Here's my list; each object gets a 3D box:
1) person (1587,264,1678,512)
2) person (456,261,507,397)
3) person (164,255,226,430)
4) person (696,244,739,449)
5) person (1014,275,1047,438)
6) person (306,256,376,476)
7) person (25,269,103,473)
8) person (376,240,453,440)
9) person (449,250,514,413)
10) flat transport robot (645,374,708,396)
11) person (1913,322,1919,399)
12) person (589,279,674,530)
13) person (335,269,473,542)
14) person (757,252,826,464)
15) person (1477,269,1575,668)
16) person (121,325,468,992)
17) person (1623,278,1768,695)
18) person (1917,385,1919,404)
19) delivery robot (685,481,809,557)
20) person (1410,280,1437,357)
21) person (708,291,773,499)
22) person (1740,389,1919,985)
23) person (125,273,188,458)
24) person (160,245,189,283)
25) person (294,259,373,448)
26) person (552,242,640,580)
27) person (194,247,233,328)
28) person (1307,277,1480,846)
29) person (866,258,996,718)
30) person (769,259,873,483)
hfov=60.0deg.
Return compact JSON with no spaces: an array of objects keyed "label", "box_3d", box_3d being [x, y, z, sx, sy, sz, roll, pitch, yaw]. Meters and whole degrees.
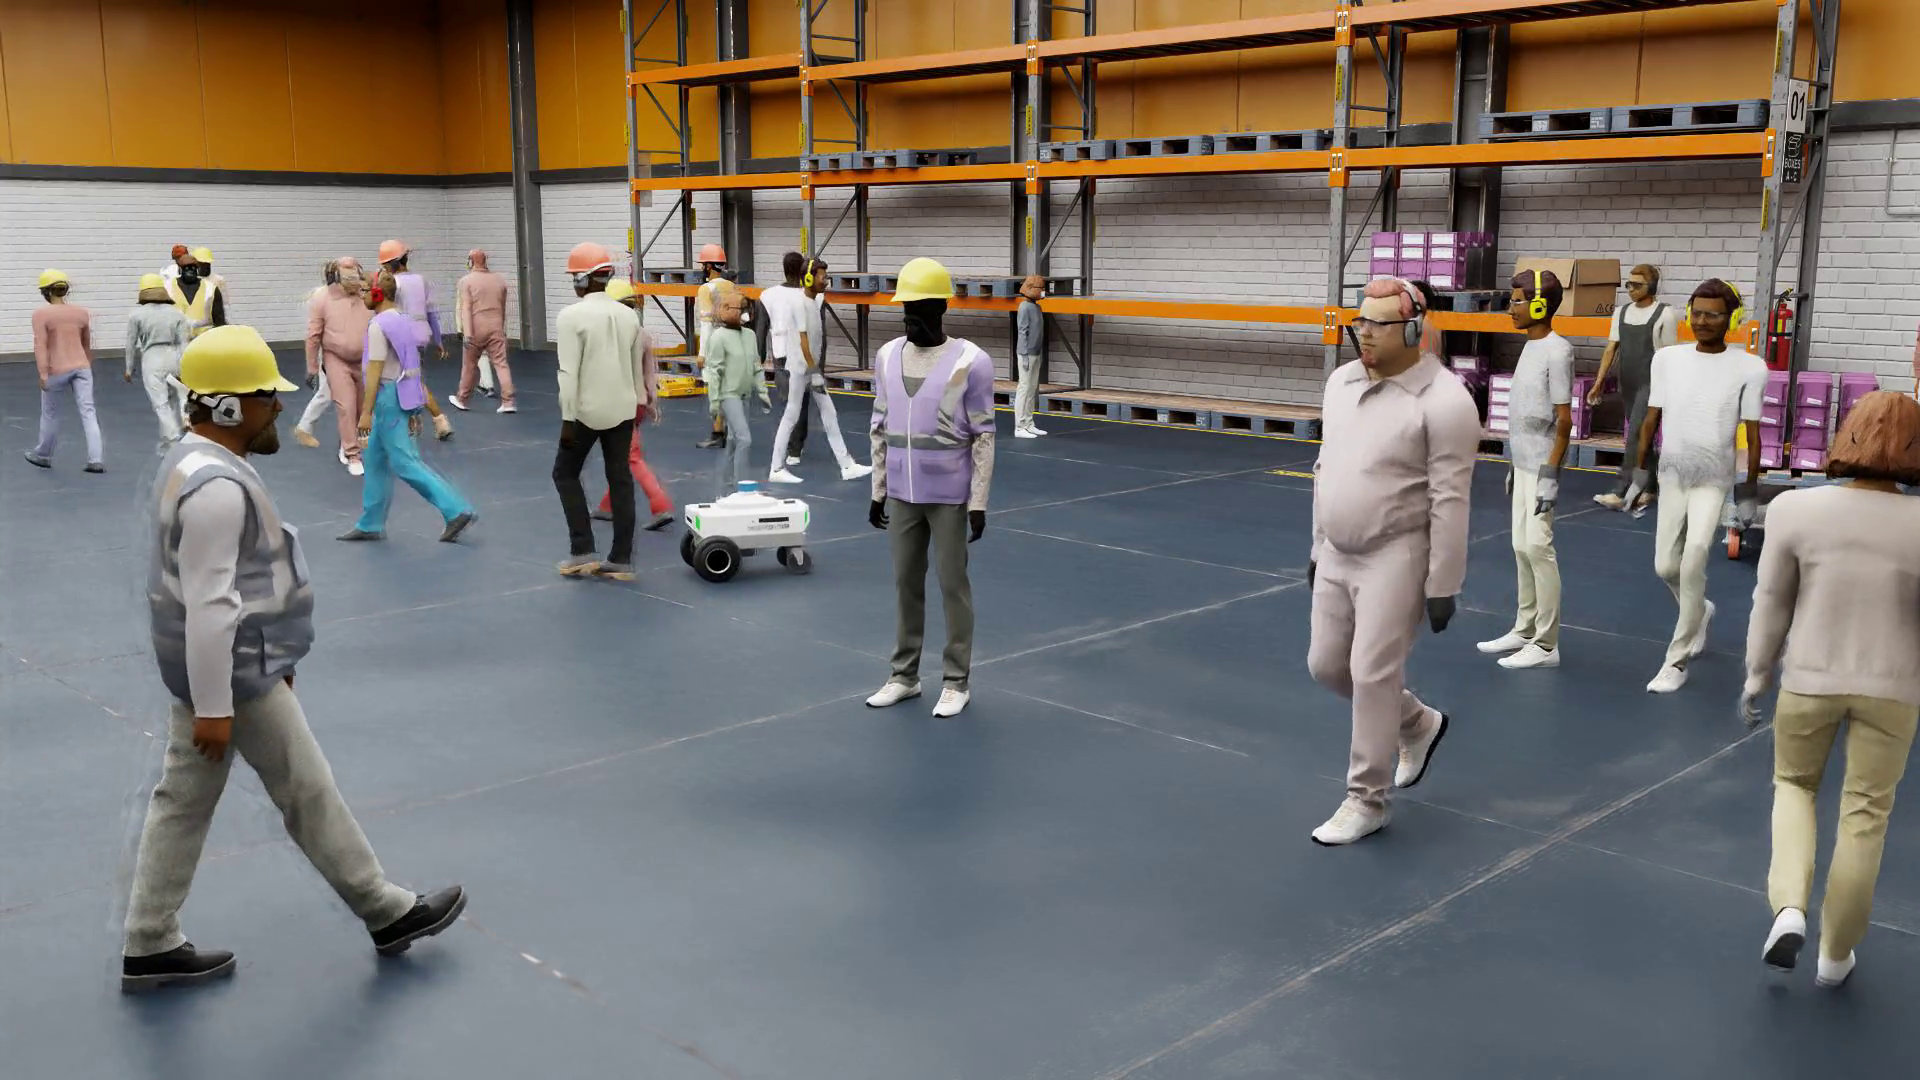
[{"label":"person","box_3d":[4.946,-1.117,12.268,0.907,1.804,0.515,-5,12,-27]},{"label":"person","box_3d":[-6.026,-2.699,20.966,0.593,1.789,0.940,-7,13,-34]},{"label":"person","box_3d":[-8.016,-2.059,17.414,0.642,1.808,0.806,-5,12,-27]},{"label":"person","box_3d":[-2.326,-1.832,15.815,0.354,1.939,0.544,5,11,24]},{"label":"person","box_3d":[0.715,-1.845,16.720,0.272,1.630,0.507,5,11,24]},{"label":"person","box_3d":[-5.282,-1.511,14.313,0.709,1.853,0.900,-9,13,-39]},{"label":"person","box_3d":[-7.712,-1.441,14.234,0.886,1.725,0.549,7,12,32]},{"label":"person","box_3d":[-5.389,-1.966,16.456,0.972,1.988,0.679,5,12,26]},{"label":"person","box_3d":[-5.478,-2.378,19.037,0.995,1.848,0.684,9,14,41]},{"label":"flat transport robot","box_3d":[-3.899,-1.997,21.264,1.431,0.197,0.652,10,14,43]},{"label":"person","box_3d":[7.629,-1.261,12.675,0.662,1.945,0.508,6,12,28]},{"label":"person","box_3d":[-2.309,-0.937,11.523,0.884,1.726,0.528,5,12,27]},{"label":"person","box_3d":[-3.681,-0.868,10.923,0.881,1.815,0.579,-1,10,-6]},{"label":"person","box_3d":[-1.516,-1.640,14.959,0.613,1.862,0.993,-2,11,-12]},{"label":"person","box_3d":[2.685,-0.326,7.802,0.310,1.864,0.533,0,10,1]},{"label":"person","box_3d":[-1.880,0.318,4.500,0.915,1.779,0.621,-6,12,-29]},{"label":"person","box_3d":[3.349,-0.260,7.541,0.533,1.838,0.824,10,14,42]},{"label":"person","box_3d":[5.193,-0.479,8.542,0.975,1.892,0.655,-9,14,-41]},{"label":"delivery robot","box_3d":[-1.269,-0.111,9.946,0.707,0.478,0.477,-4,11,-19]},{"label":"person","box_3d":[3.582,-1.147,12.792,0.468,1.686,0.533,4,11,19]},{"label":"person","box_3d":[-1.576,-1.016,12.262,0.620,1.613,0.503,5,12,25]},{"label":"person","box_3d":[2.368,0.410,4.431,0.527,1.620,0.385,7,12,33]},{"label":"person","box_3d":[-7.118,-1.527,14.846,0.497,1.690,0.931,-9,14,-41]},{"label":"person","box_3d":[-11.255,-3.330,24.132,0.587,1.882,0.341,-2,11,-10]},{"label":"person","box_3d":[-5.939,-1.751,15.758,0.912,1.808,0.636,3,11,16]},{"label":"person","box_3d":[-2.173,-0.749,9.796,0.619,1.973,0.659,8,13,37]},{"label":"person","box_3d":[-9.651,-2.794,21.259,1.009,1.876,0.596,9,14,41]},{"label":"person","box_3d":[1.455,0.061,5.608,0.632,1.887,0.645,-6,12,-28]},{"label":"person","box_3d":[-0.136,-0.214,7.018,0.585,1.929,0.377,6,12,31]},{"label":"person","box_3d":[-1.155,-1.351,13.521,0.942,1.822,0.541,3,11,15]}]
